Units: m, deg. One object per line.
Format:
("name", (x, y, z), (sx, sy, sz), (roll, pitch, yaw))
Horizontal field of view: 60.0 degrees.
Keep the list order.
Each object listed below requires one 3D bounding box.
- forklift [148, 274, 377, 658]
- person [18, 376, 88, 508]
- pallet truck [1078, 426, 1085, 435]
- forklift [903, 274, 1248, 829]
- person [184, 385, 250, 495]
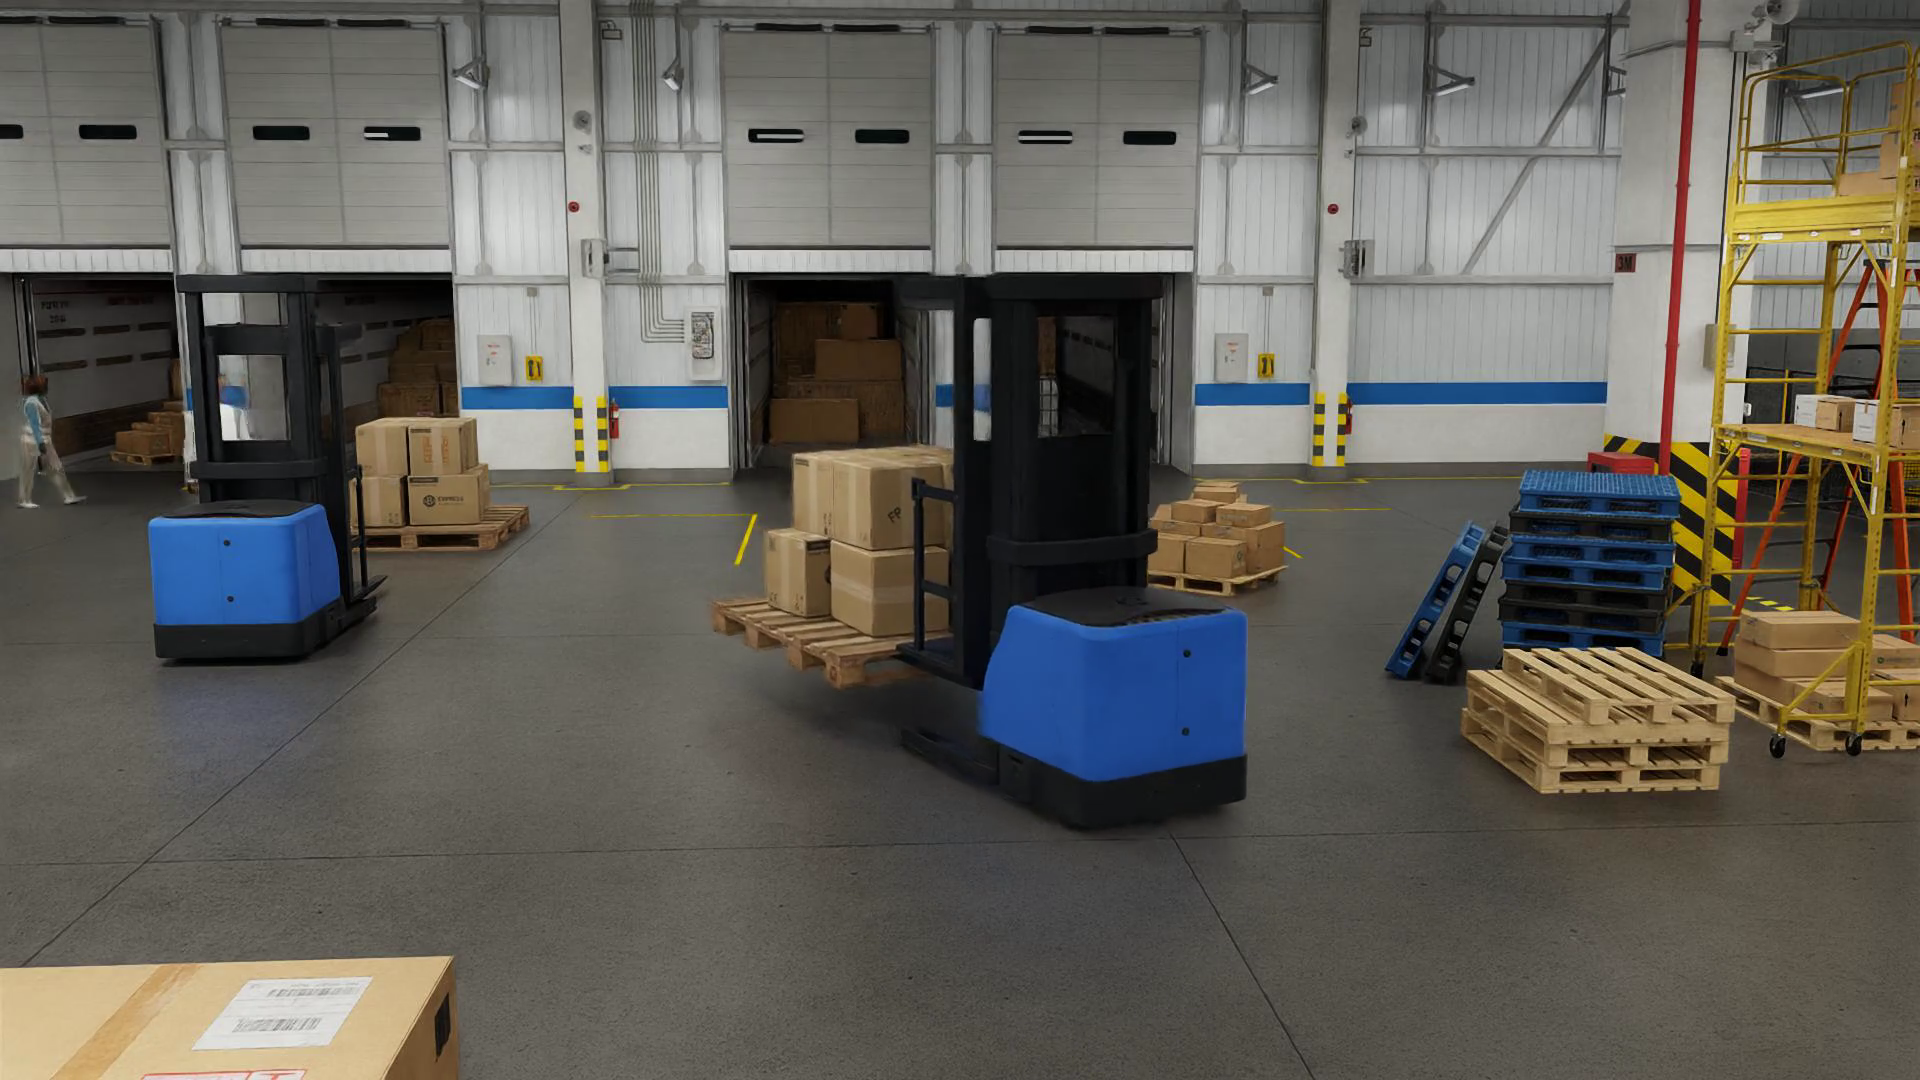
("forklift", (-5.348, -0.627, 12.681), (1.129, 2.768, 1.873), (-1, 9, -4))
("person", (-11.058, -1.178, 20.136), (0.809, 1.599, 0.545), (-2, 9, -9))
("pallet truck", (2.088, -0.836, 16.757), (1.885, 1.965, 0.823), (2, 9, 13))
("forklift", (0.622, -0.050, 9.063), (1.129, 2.768, 1.873), (-5, 11, -30))
("person", (-7.168, -0.648, 16.053), (0.836, 1.840, 0.605), (7, 11, 36))
